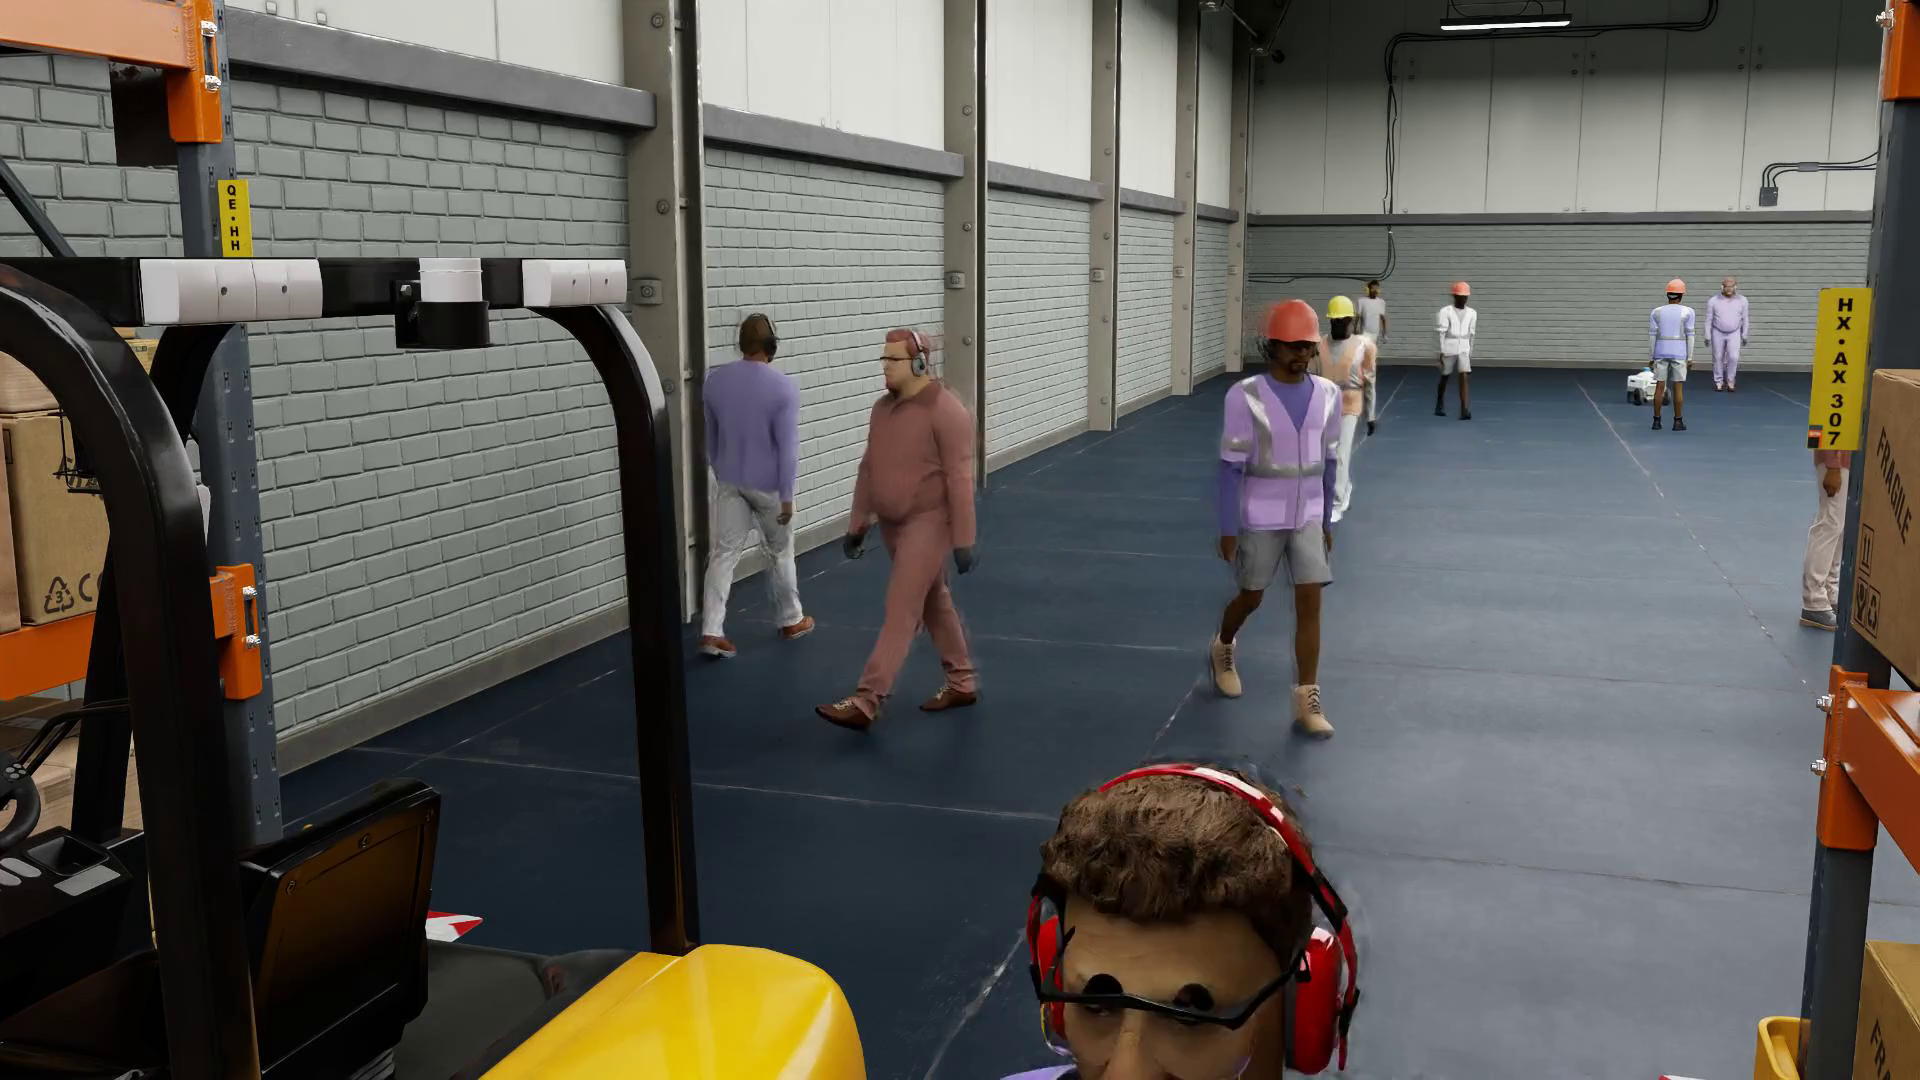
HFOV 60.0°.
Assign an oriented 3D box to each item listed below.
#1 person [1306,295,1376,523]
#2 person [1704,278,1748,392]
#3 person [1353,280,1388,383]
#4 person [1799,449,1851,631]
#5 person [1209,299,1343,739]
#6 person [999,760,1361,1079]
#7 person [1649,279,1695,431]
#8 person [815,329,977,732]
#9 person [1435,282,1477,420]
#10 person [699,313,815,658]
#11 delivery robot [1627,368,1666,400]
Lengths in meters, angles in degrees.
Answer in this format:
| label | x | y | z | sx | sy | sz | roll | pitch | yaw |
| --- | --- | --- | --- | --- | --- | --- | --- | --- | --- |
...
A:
| label | x | y | z | sx | sy | sz | roll | pitch | yaw |
| --- | --- | --- | --- | --- | --- | --- | --- | --- | --- |
| person | 3.233 | -1.124 | 14.098 | 0.597 | 1.897 | 0.900 | 6 | 11 | 33 |
| person | 12.665 | -3.375 | 27.497 | 0.679 | 1.878 | 0.817 | 4 | 10 | 20 |
| person | 7.133 | -3.564 | 28.802 | 0.564 | 1.827 | 0.940 | -2 | 10 | -9 |
| person | 5.263 | -0.467 | 9.857 | 0.395 | 1.992 | 0.622 | 8 | 13 | 41 |
| person | 1.484 | -0.139 | 7.894 | 0.621 | 2.012 | 0.982 | -3 | 10 | -16 |
| person | 0.218 | 1.039 | 1.397 | 0.580 | 1.824 | 0.718 | 3 | 10 | 18 |
| person | 9.139 | -2.373 | 21.373 | 0.542 | 1.939 | 0.366 | 7 | 12 | 34 |
| person | -0.294 | -0.050 | 7.782 | 1.009 | 1.849 | 0.662 | -7 | 12 | -34 |
| person | 6.865 | -2.621 | 23.040 | 0.563 | 1.891 | 1.018 | 0 | 10 | -1 |
| person | -1.159 | -0.306 | 9.218 | 0.638 | 1.894 | 1.014 | 4 | 10 | 22 |
| delivery robot | 10.393 | -2.366 | 25.168 | 0.477 | 0.478 | 0.707 | 0 | 10 | 0 |
